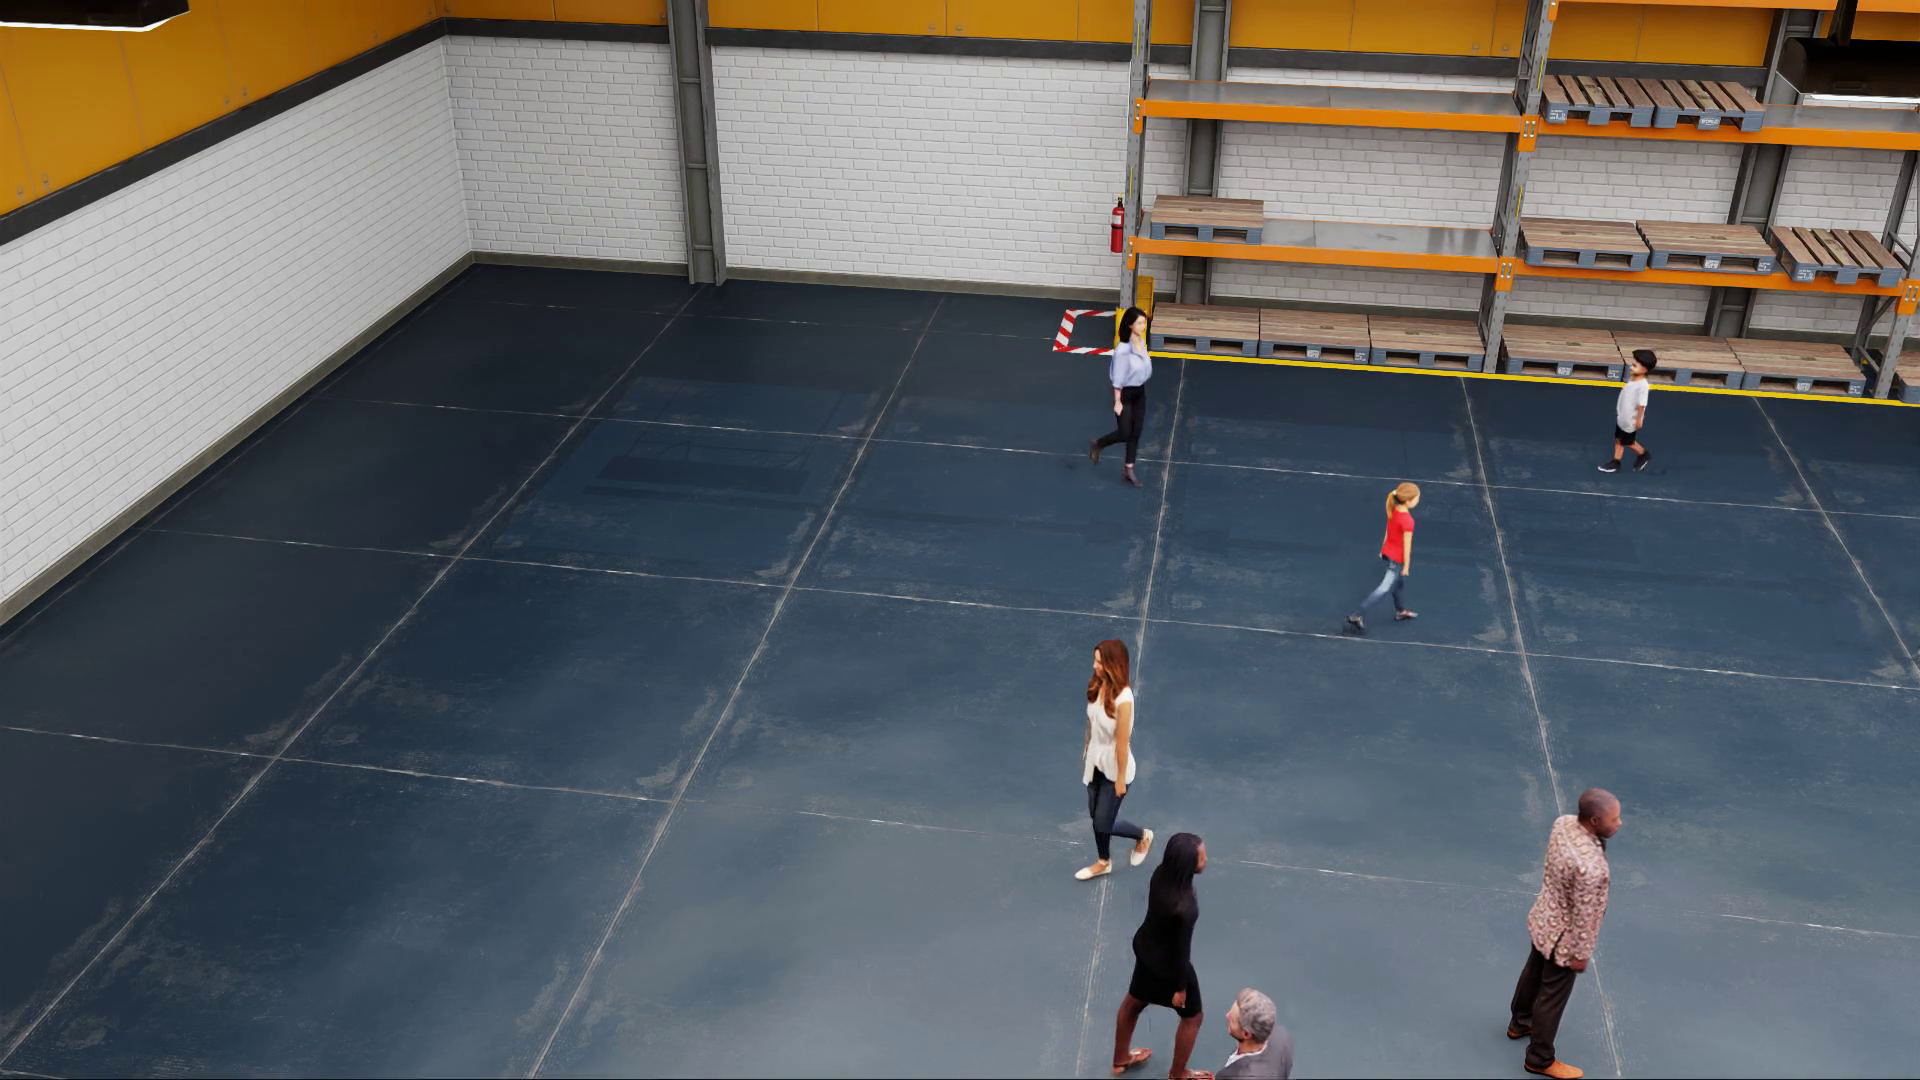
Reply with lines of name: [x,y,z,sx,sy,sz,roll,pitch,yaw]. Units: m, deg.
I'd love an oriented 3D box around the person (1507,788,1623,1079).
person: [3.275,2.108,9.063,0.639,1.809,0.707,0,29,1]

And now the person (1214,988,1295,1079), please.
person: [1.387,2.843,7.700,0.719,1.824,0.773,11,30,19]

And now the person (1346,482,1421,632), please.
person: [3.392,0.147,13.200,0.953,1.290,0.710,-6,29,-10]

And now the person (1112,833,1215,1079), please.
person: [1.049,2.262,8.889,0.859,1.705,0.760,-7,29,-13]

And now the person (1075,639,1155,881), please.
person: [1.014,1.393,10.410,0.891,1.774,0.813,-12,31,-22]

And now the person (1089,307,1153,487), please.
person: [1.496,-1.335,15.454,0.982,1.733,0.886,22,36,35]

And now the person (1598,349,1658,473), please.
person: [6.393,-1.208,15.724,0.739,1.251,0.581,-2,29,-3]
